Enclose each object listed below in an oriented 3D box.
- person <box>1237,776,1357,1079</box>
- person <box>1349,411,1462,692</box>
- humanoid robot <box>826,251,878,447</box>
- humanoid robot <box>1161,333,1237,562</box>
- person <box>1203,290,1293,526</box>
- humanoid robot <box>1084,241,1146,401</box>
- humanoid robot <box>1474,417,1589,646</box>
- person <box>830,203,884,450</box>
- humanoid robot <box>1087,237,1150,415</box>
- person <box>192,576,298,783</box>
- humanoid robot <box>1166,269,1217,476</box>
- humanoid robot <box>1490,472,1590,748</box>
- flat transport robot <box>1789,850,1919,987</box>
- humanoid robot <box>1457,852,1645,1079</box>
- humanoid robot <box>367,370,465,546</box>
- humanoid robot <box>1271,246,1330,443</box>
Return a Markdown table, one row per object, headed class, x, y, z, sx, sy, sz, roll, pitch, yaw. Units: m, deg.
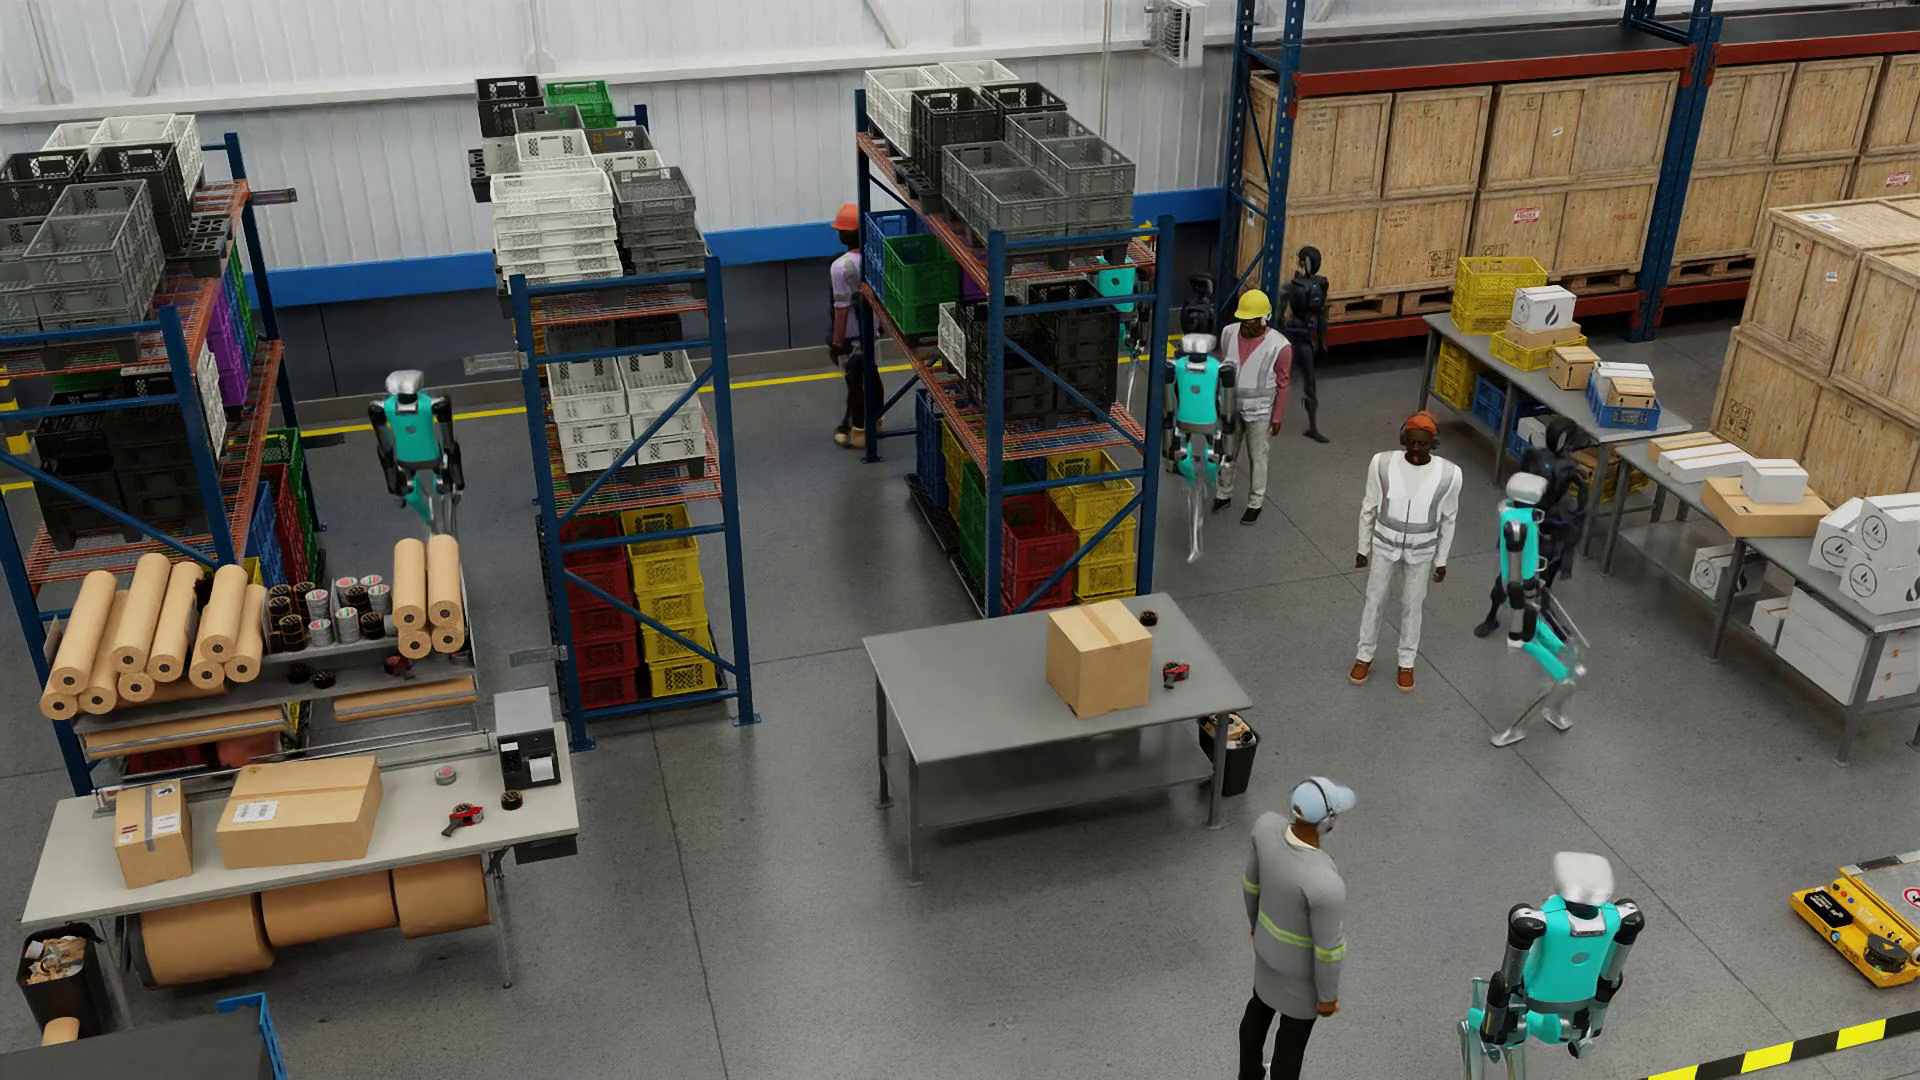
| class | x | y | z | sx | sy | sz | roll | pitch | yaw |
| --- | --- | --- | --- | --- | --- | --- | --- | --- | --- |
| person | 1.476 | 1.791 | 7.259 | 0.388 | 1.850 | 0.598 | -13 | 31 | -22 |
| person | 2.757 | 0.072 | 10.355 | 0.573 | 1.882 | 0.356 | 9 | 30 | 15 |
| humanoid robot | -0.885 | -1.549 | 13.506 | 0.346 | 1.649 | 0.599 | -16 | 32 | -26 |
| humanoid robot | 1.747 | -0.720 | 12.026 | 0.565 | 1.836 | 0.812 | 9 | 30 | 15 |
| person | 2.120 | -0.987 | 12.333 | 0.599 | 1.830 | 0.404 | 20 | 34 | 31 |
| humanoid robot | 1.237 | -1.892 | 14.209 | 0.530 | 1.887 | 0.801 | -4 | 29 | -7 |
| humanoid robot | 3.796 | -0.048 | 10.821 | 0.479 | 1.641 | 0.585 | -20 | 35 | -32 |
| person | -0.846 | -1.722 | 13.456 | 0.383 | 2.039 | 0.615 | 20 | 34 | 32 |
| humanoid robot | 1.348 | -1.796 | 13.765 | 0.533 | 1.677 | 0.735 | 10 | 30 | 17 |
| person | -3.634 | 1.048 | 8.494 | 0.367 | 1.966 | 0.602 | 7 | 30 | 13 |
| humanoid robot | 1.843 | -1.340 | 13.119 | 0.315 | 1.659 | 0.599 | 9 | 30 | 16 |
| humanoid robot | 3.512 | 0.454 | 9.792 | 0.842 | 1.757 | 0.621 | 11 | 31 | 19 |
| flat transport robot | 5.163 | 1.916 | 8.676 | 1.431 | 0.231 | 0.659 | -8 | 30 | -14 |
| humanoid robot | 2.401 | 1.899 | 7.048 | 0.533 | 1.672 | 0.735 | -2 | 29 | -4 |
| humanoid robot | -3.668 | -0.461 | 11.487 | 0.530 | 1.723 | 0.992 | -4 | 29 | -8 |
| humanoid robot | 2.786 | -1.638 | 13.733 | 0.593 | 1.624 | 0.792 | -19 | 34 | -31 |
